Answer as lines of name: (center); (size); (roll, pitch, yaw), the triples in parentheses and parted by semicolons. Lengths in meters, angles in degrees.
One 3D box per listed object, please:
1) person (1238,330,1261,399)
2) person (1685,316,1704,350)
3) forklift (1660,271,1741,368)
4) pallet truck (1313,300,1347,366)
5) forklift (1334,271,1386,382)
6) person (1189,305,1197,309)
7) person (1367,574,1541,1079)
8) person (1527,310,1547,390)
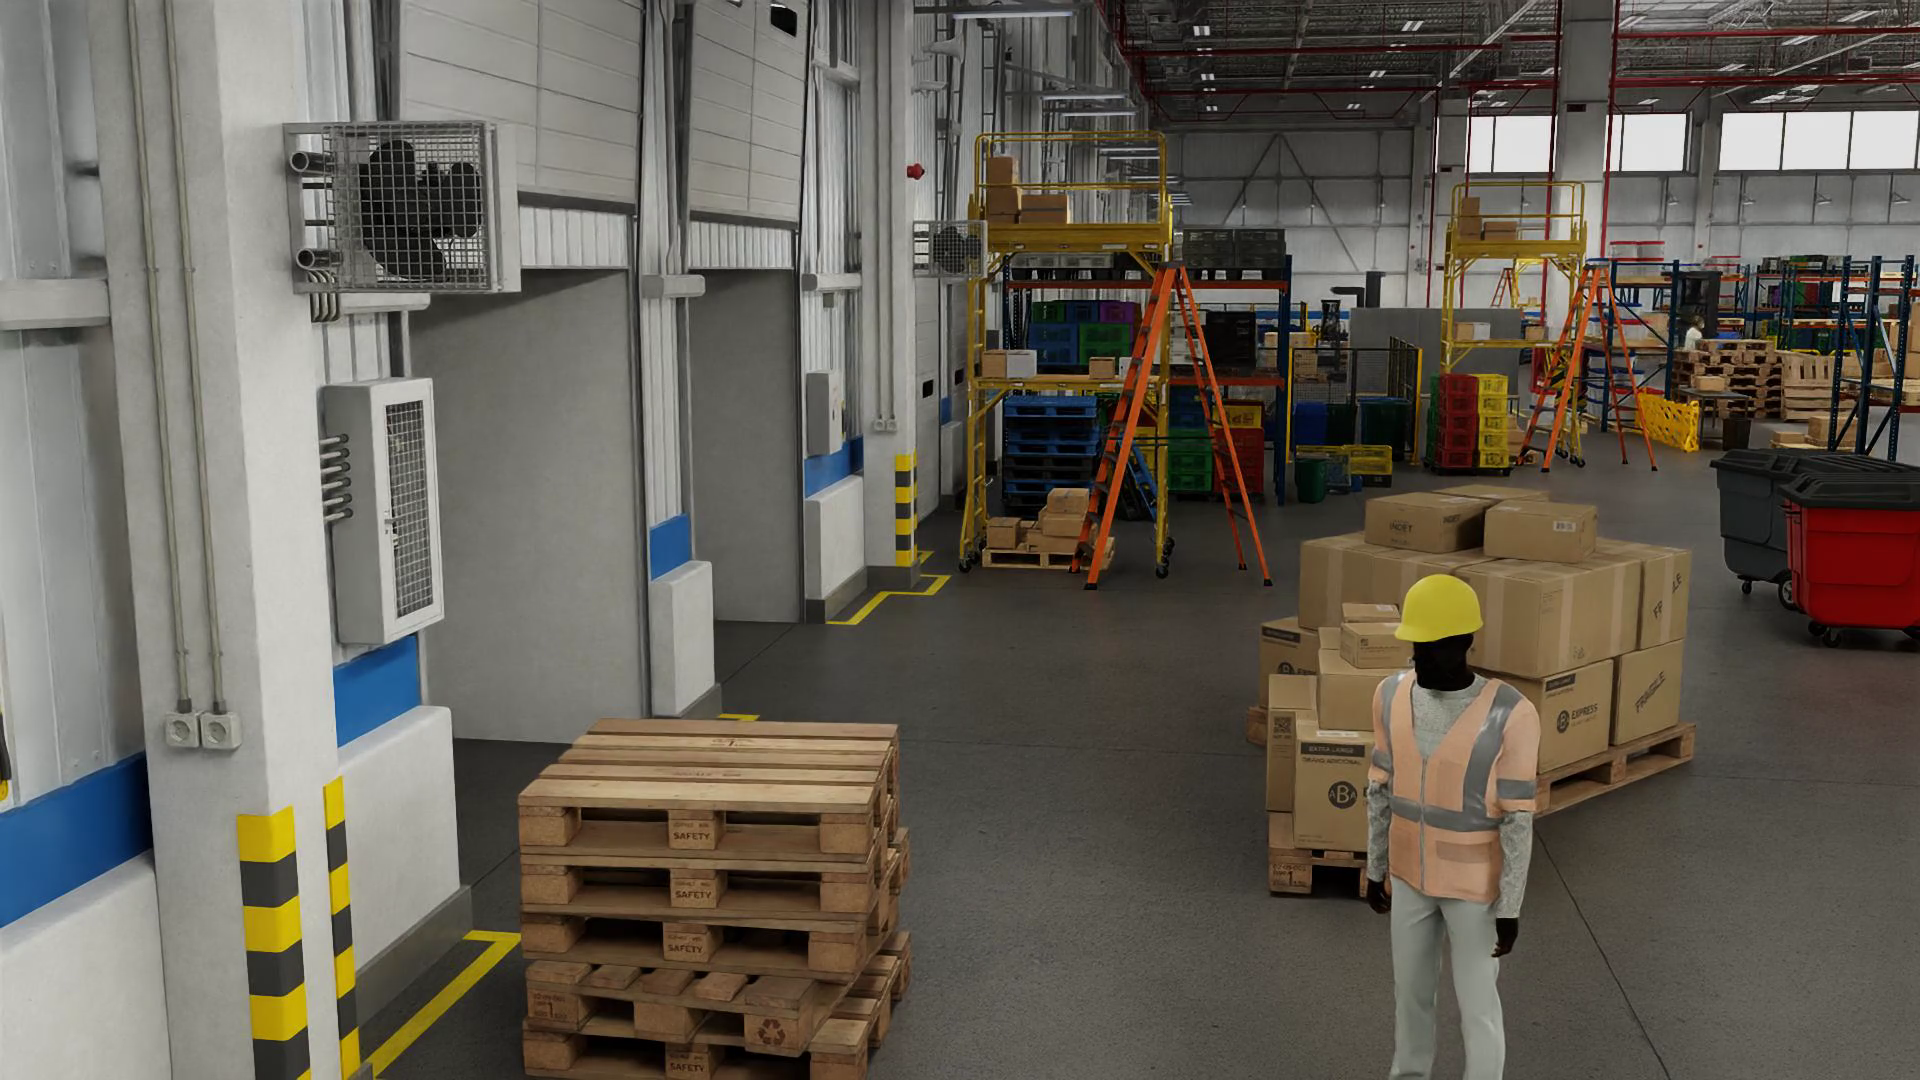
person: (6.136, -3.650, 35.231); (0.531, 1.591, 0.860); (6, 11, 32)
person: (15.608, -3.812, 35.355); (1.043, 1.884, 0.653); (7, 11, 35)
forklift: (21.211, -6.265, 47.408); (1.873, 2.768, 1.129); (-3, 10, -17)
pallet truck: (11.159, -6.200, 49.718); (0.823, 1.965, 1.885); (4, 10, 26)
forklift: (10.436, -5.400, 42.069); (1.873, 2.768, 1.129); (1, 9, 9)
person: (6.186, -5.302, 44.411); (0.404, 1.927, 0.555); (6, 11, 32)
person: (1.517, 1.051, 5.248); (0.394, 1.921, 0.584); (-8, 12, -41)
person: (14.055, -4.546, 39.833); (0.976, 1.903, 0.644); (-6, 11, -31)
